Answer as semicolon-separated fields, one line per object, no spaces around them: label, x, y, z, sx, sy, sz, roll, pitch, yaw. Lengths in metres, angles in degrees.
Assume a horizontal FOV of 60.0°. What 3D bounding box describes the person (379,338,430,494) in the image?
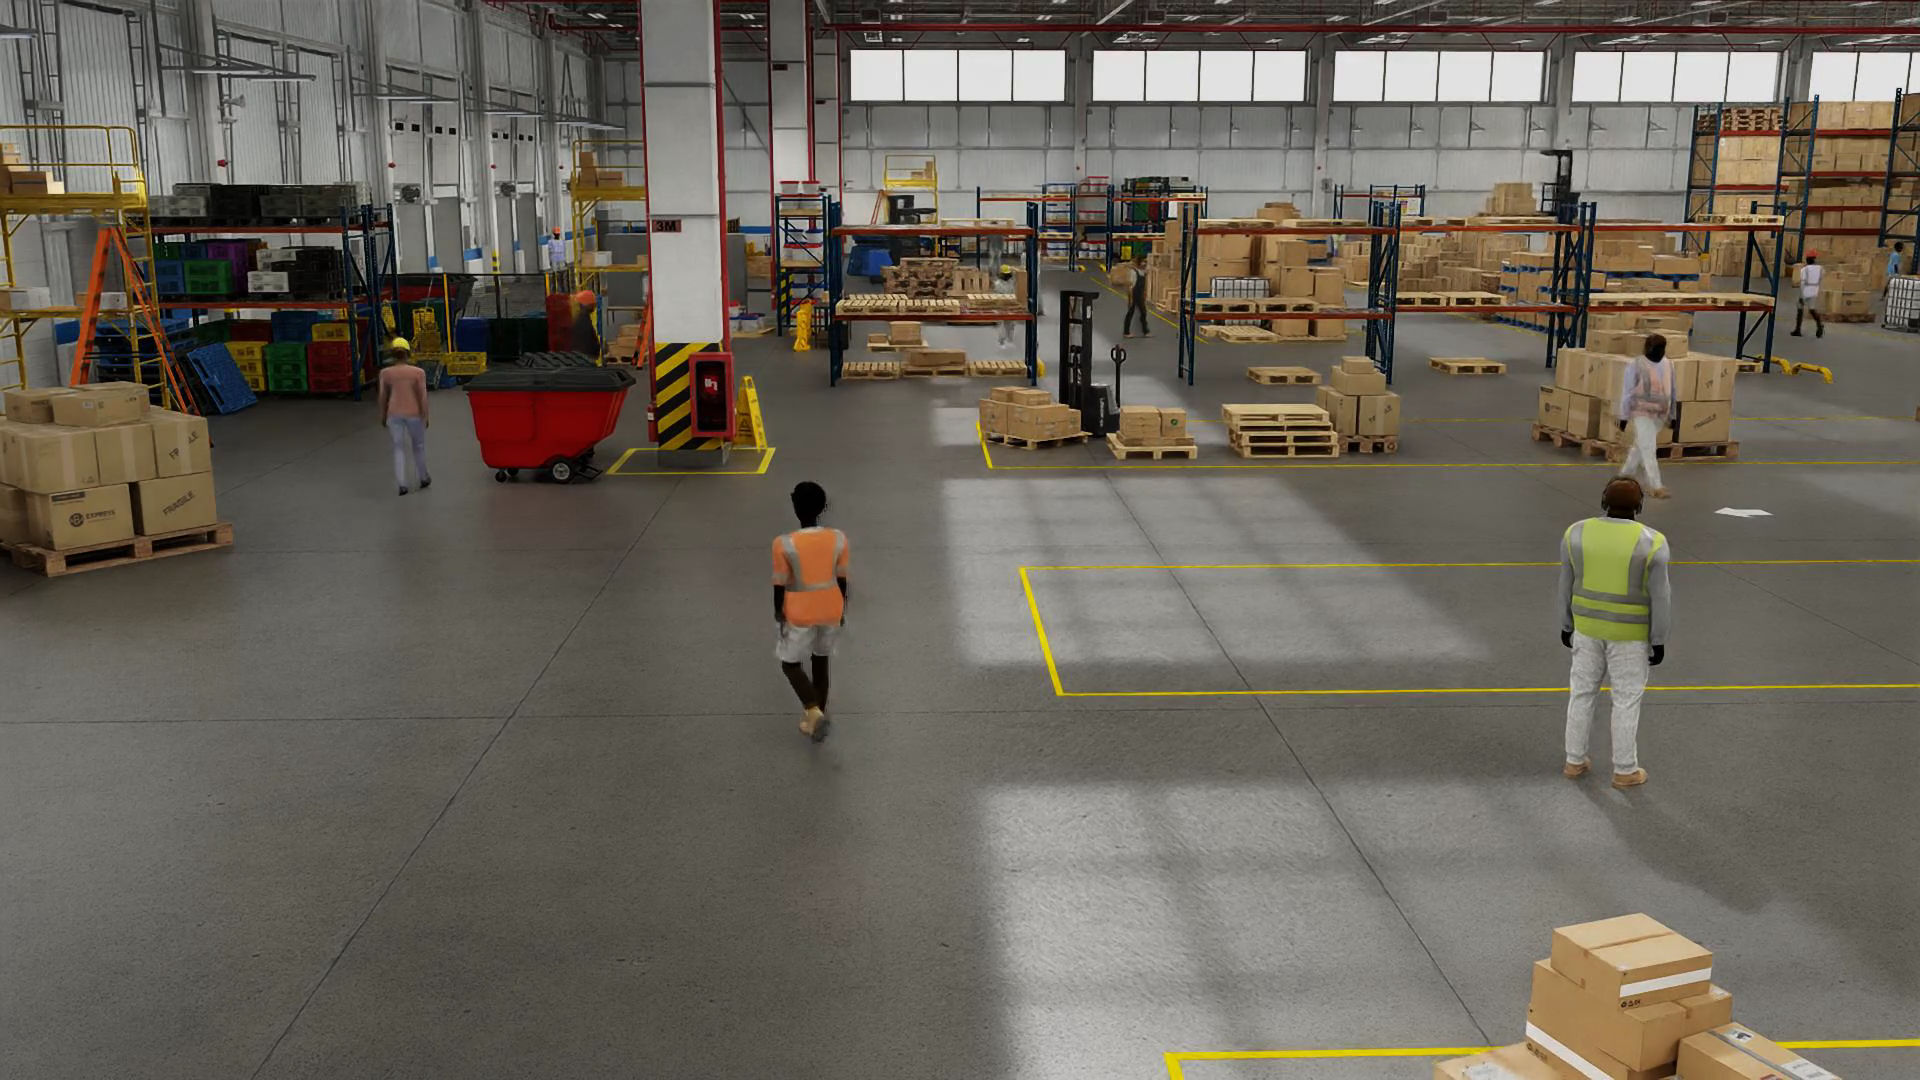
person;-6.211;-1.397;18.630;0.546;1.729;0.748;-1;13;-6

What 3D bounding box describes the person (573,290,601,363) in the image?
person;-5.121;-2.414;22.676;0.532;1.978;0.620;-3;13;-14

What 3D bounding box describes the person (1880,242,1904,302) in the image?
person;25.659;-7.369;45.773;0.450;1.659;0.661;7;14;28

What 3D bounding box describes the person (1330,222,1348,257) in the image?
person;12.907;-9.892;56.617;0.618;1.899;0.484;2;13;9

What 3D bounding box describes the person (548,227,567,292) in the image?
person;-11.957;-8.324;49.451;0.545;1.938;0.362;-7;14;-29

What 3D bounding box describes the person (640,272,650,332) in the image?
person;-6.271;-4.733;33.480;1.007;1.825;0.669;1;13;3

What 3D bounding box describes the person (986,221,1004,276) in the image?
person;1.193;-10.046;57.281;0.628;1.918;0.828;3;13;15

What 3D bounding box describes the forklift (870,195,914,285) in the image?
forklift;-1.847;-9.441;52.348;1.873;2.768;1.129;9;15;35

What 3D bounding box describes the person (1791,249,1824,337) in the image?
person;18.446;-5.342;36.055;0.554;1.914;0.797;-1;13;-4

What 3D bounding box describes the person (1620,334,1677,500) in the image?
person;7.673;-1.394;18.501;0.639;1.797;0.945;-4;13;-19

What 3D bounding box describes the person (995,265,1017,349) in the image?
person;0.918;-4.706;33.615;0.498;1.715;0.485;-6;14;-25

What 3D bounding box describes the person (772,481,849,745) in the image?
person;-0.901;0.475;10.310;0.540;1.682;0.540;-7;14;-28

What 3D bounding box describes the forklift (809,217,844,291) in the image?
forklift;-4.375;-8.619;48.637;1.873;2.768;1.129;0;12;-2

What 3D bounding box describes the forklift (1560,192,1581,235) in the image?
forklift;22.003;-11.161;60.112;1.873;2.768;1.129;0;12;-2

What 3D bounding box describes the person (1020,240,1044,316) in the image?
person;1.746;-6.544;41.554;0.695;1.885;1.014;-10;16;-37

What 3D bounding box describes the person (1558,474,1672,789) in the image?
person;3.809;0.528;9.696;0.633;1.845;0.429;11;16;40

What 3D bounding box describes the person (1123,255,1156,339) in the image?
person;3.850;-5.200;35.691;0.860;1.790;0.533;12;17;43

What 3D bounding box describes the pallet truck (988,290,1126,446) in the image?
pallet truck;1.257;-2.299;22.111;1.885;1.965;0.823;-9;15;-35
